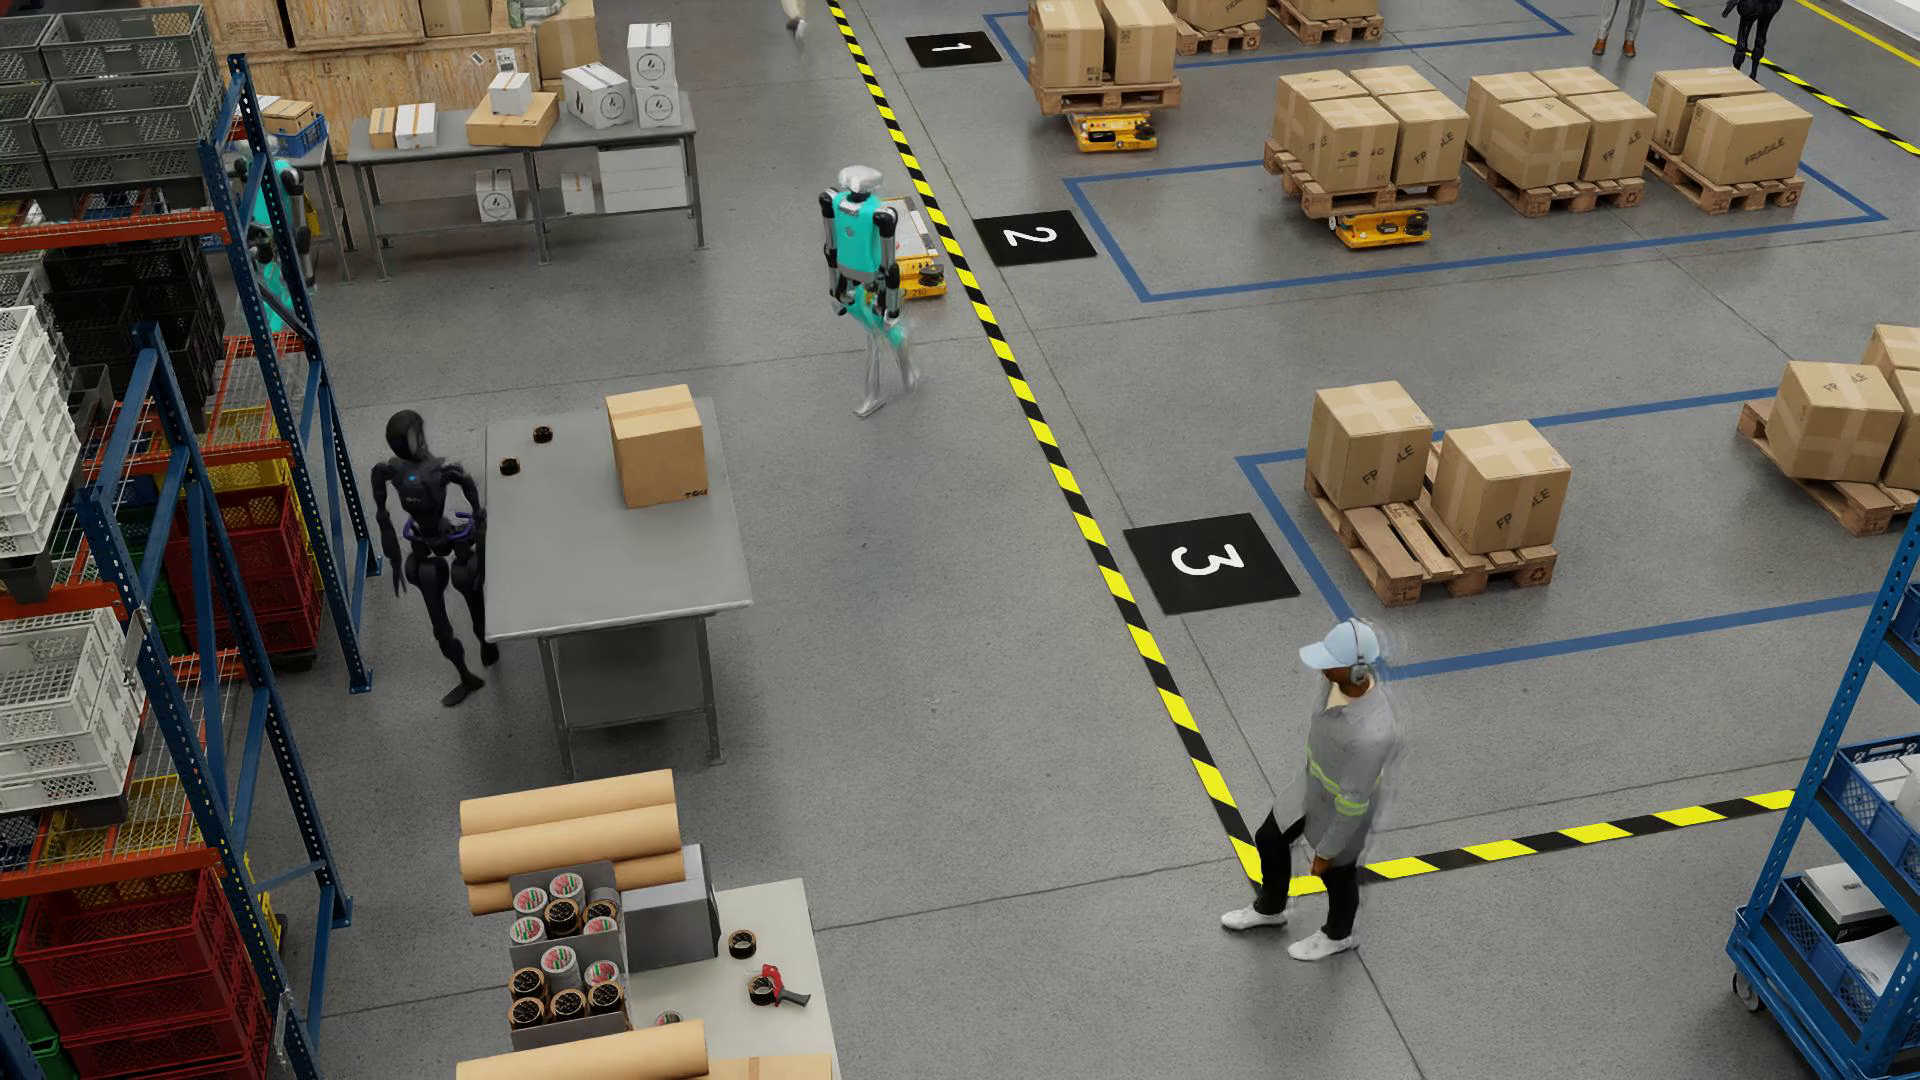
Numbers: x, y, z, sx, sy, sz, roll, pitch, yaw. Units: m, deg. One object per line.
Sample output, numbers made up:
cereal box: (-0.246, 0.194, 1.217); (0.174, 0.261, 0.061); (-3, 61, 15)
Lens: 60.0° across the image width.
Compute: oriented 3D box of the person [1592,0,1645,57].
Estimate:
person: (6.349, -5.475, 15.559); (0.590, 1.883, 0.373); (8, 37, 11)

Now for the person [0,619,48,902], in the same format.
person: (-4.140, 0.879, 7.051); (0.429, 1.847, 0.624); (28, 45, 33)

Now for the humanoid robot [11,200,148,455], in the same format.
humanoid robot: (-5.342, -1.296, 10.046); (0.544, 1.782, 0.680); (-27, 44, -31)

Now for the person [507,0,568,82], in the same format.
person: (-3.527, -4.355, 14.011); (0.412, 1.939, 0.602); (23, 43, 28)

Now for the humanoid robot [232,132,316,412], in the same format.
humanoid robot: (-4.440, -1.613, 10.520); (0.541, 1.786, 0.852); (19, 41, 24)

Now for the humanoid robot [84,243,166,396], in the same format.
humanoid robot: (-4.923, -1.095, 9.846); (0.602, 1.643, 0.432); (17, 40, 22)

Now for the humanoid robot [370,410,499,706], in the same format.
humanoid robot: (-2.561, 0.072, 8.311); (0.605, 1.653, 0.529); (1, 37, 2)

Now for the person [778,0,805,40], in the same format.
person: (-1.612, -5.665, 15.921); (0.571, 1.751, 0.585); (-20, 41, -25)

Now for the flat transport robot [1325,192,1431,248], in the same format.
flat transport robot: (3.134, -2.740, 13.213); (0.652, 0.197, 1.431); (-8, 37, -10)

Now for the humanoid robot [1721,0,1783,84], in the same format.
humanoid robot: (7.176, -4.891, 14.937); (0.599, 1.655, 0.315); (-14, 39, -19)

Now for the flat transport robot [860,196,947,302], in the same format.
flat transport robot: (-0.570, -2.220, 12.538); (0.659, 0.231, 1.431); (-8, 37, -10)

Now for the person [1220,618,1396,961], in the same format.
person: (1.425, 1.079, 6.793); (0.676, 1.836, 0.598); (-7, 37, -10)

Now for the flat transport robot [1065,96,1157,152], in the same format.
flat transport robot: (1.263, -3.812, 14.654); (0.652, 0.197, 1.431); (-5, 37, -6)

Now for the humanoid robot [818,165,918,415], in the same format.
humanoid robot: (-0.474, -1.583, 10.473); (0.539, 1.822, 0.781); (21, 42, 26)
